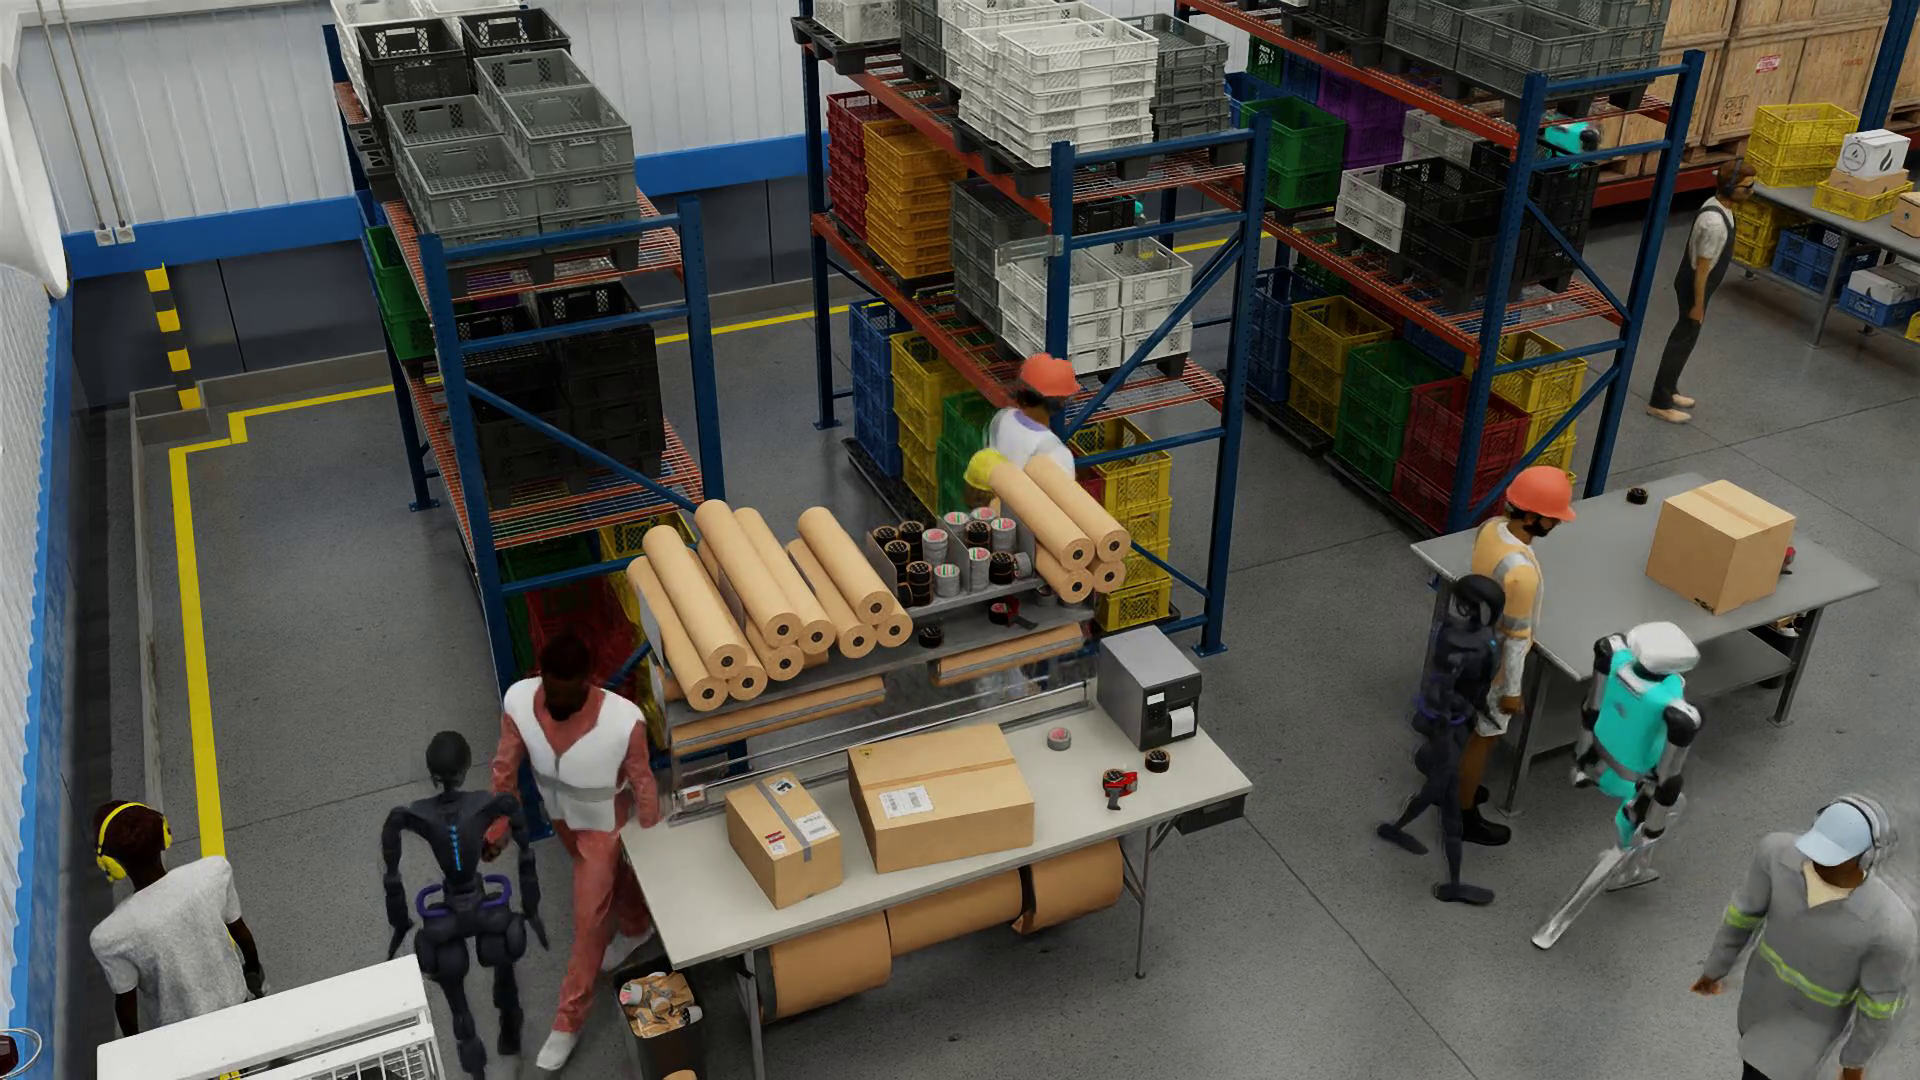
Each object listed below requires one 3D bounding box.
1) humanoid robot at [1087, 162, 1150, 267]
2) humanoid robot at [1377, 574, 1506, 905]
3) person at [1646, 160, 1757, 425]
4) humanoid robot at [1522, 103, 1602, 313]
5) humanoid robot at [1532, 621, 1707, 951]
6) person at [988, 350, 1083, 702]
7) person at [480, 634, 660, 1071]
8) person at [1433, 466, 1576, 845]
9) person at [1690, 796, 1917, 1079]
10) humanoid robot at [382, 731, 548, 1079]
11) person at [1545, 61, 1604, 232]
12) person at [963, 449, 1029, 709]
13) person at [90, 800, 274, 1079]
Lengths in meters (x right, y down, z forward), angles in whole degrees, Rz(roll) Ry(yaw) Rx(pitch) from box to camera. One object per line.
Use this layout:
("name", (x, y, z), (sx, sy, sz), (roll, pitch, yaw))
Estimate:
("humanoid robot", (1.255, -2.967, 13.265), (0.735, 1.673, 0.533), (-5, 32, -8))
("humanoid robot", (2.202, 0.828, 7.311), (0.611, 1.638, 0.609), (19, 36, 27))
("person", (4.979, -1.670, 11.192), (0.339, 1.838, 0.505), (14, 34, 22))
("humanoid robot", (4.675, -2.613, 12.807), (0.819, 1.767, 0.632), (-24, 39, -33))
("humanoid robot", (2.959, 1.016, 6.931), (0.902, 1.751, 0.621), (-10, 33, -16))
("person", (0.484, -0.035, 8.363), (0.742, 2.017, 0.620), (-14, 34, -22))
("person", (-1.547, 1.168, 6.549), (0.631, 1.860, 0.991), (14, 34, 22))
("person", (2.447, 0.517, 7.543), (0.377, 1.931, 0.550), (-1, 32, -1))
("person", (2.815, 1.645, 5.800), (0.643, 1.834, 0.615), (-13, 34, -20))
("humanoid robot", (-1.884, 1.469, 6.284), (0.611, 1.650, 0.652), (-5, 32, -7))
("person", (5.091, -3.216, 13.774), (0.522, 1.761, 0.336), (-15, 35, -23))
("person", (0.154, 0.331, 8.031), (0.513, 1.724, 0.370), (-23, 38, -32))
("person", (-2.650, 1.646, 5.785), (0.340, 1.857, 0.518), (22, 38, 32))
